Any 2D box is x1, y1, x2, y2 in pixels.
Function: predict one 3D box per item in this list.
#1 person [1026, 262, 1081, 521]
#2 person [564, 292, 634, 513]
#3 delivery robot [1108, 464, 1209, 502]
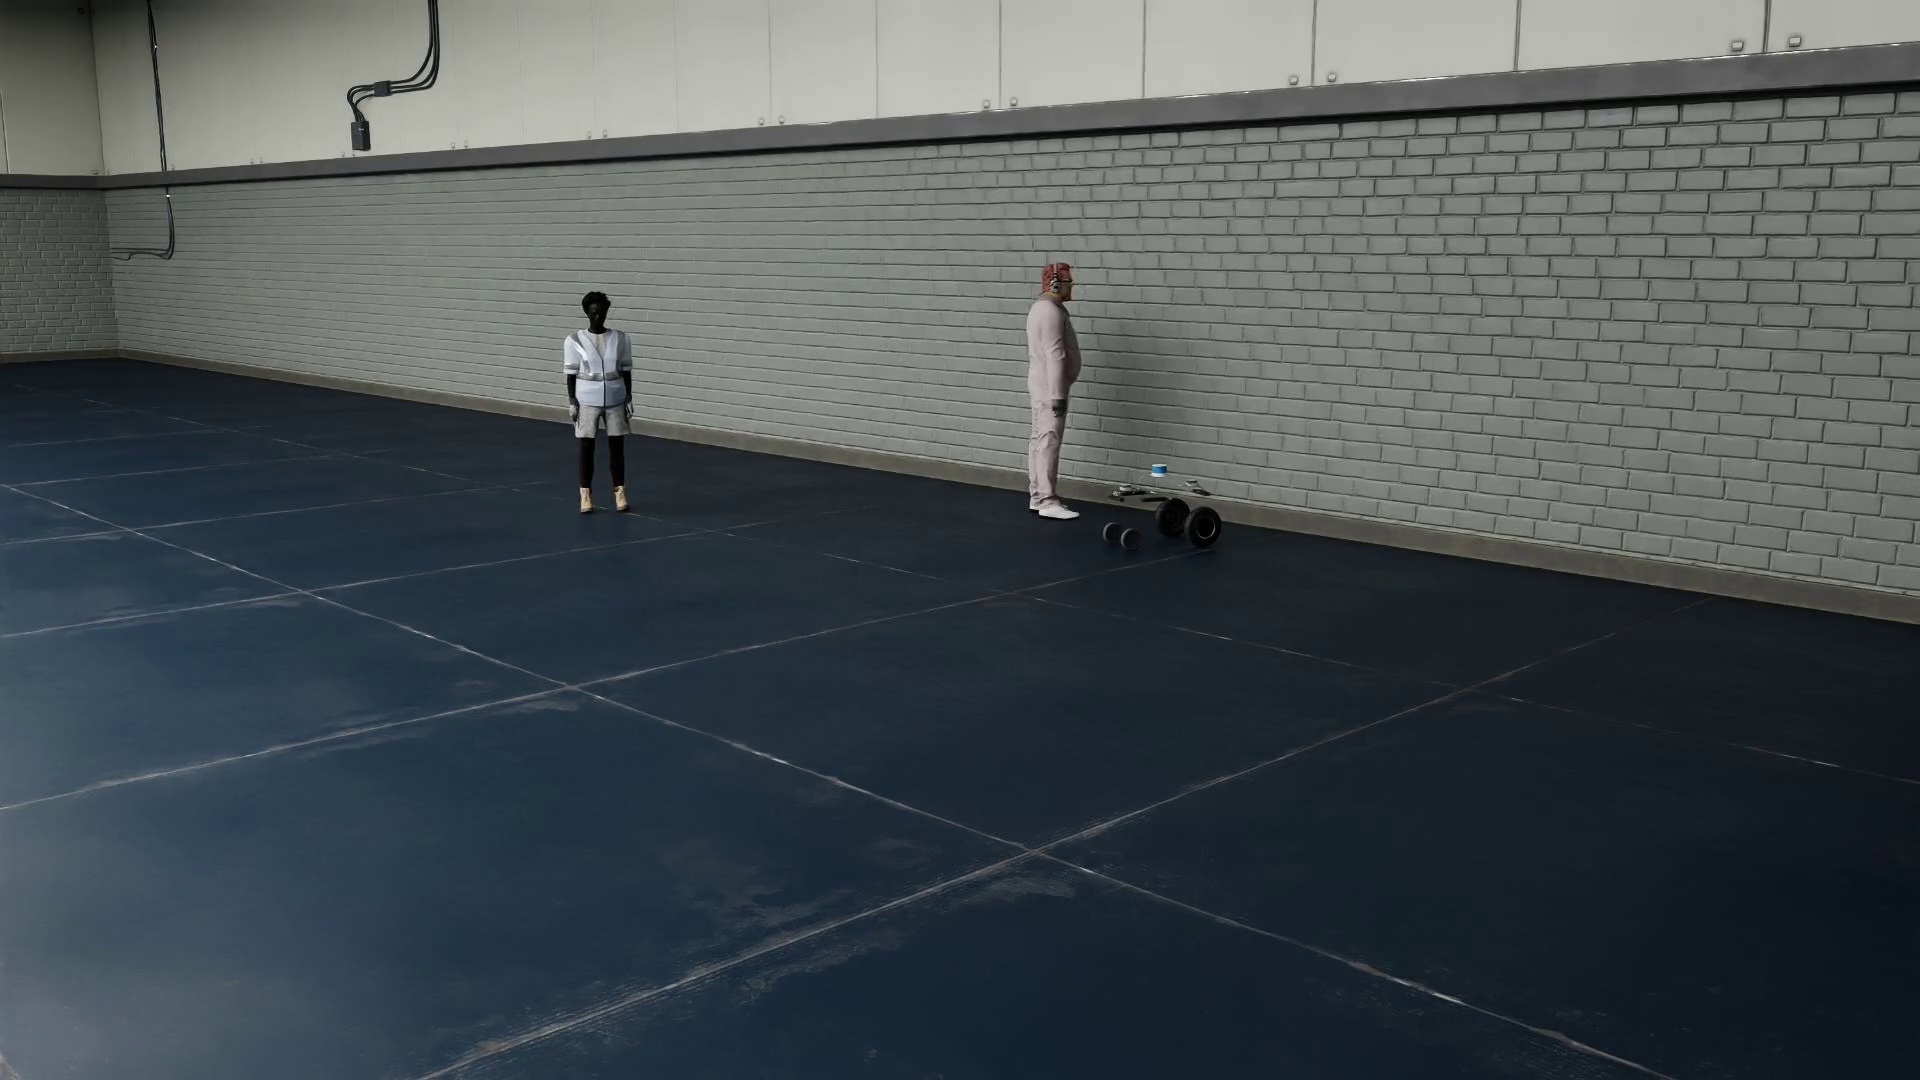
[{"bbox_3d":[0.710,-1.125,12.525,0.400,1.910,0.643,-1,10,-7],"label":"person"},{"bbox_3d":[-2.760,-1.056,12.748,0.530,1.689,0.321,-5,11,-24],"label":"person"},{"bbox_3d":[1.372,-0.407,11.451,0.698,0.223,0.335,-4,11,-22],"label":"delivery robot"}]
